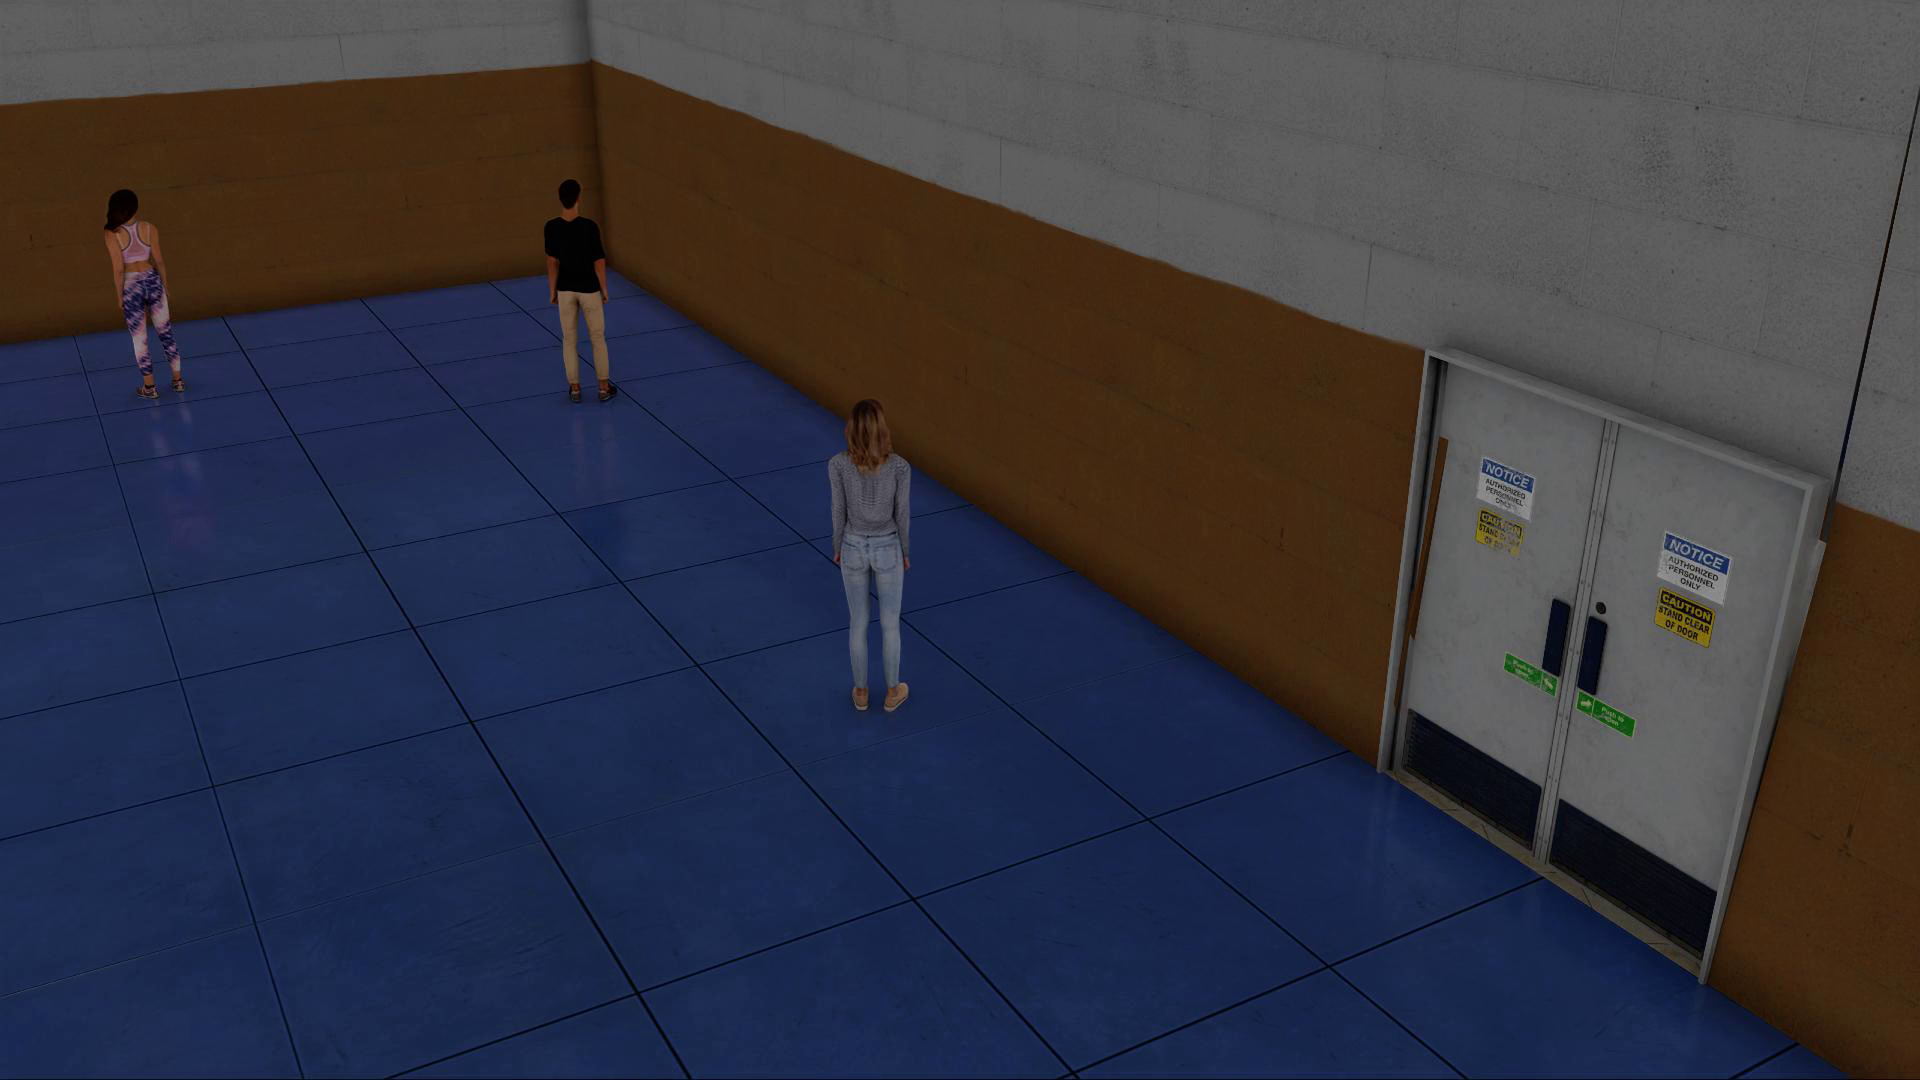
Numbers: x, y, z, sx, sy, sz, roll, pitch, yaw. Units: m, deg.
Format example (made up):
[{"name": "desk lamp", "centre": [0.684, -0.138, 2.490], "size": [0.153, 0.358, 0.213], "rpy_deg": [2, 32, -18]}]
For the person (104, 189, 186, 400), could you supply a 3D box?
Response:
[{"name": "person", "centre": [-6.902, -2.085, 14.041], "size": [0.705, 1.767, 0.561], "rpy_deg": [21, 31, 39]}]

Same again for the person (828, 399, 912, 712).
[{"name": "person", "centre": [-0.480, 0.086, 9.042], "size": [0.626, 1.795, 0.721], "rpy_deg": [2, 24, 5]}]

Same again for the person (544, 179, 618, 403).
[{"name": "person", "centre": [-3.178, -2.073, 13.868], "size": [0.642, 1.859, 0.775], "rpy_deg": [0, 24, -1]}]
